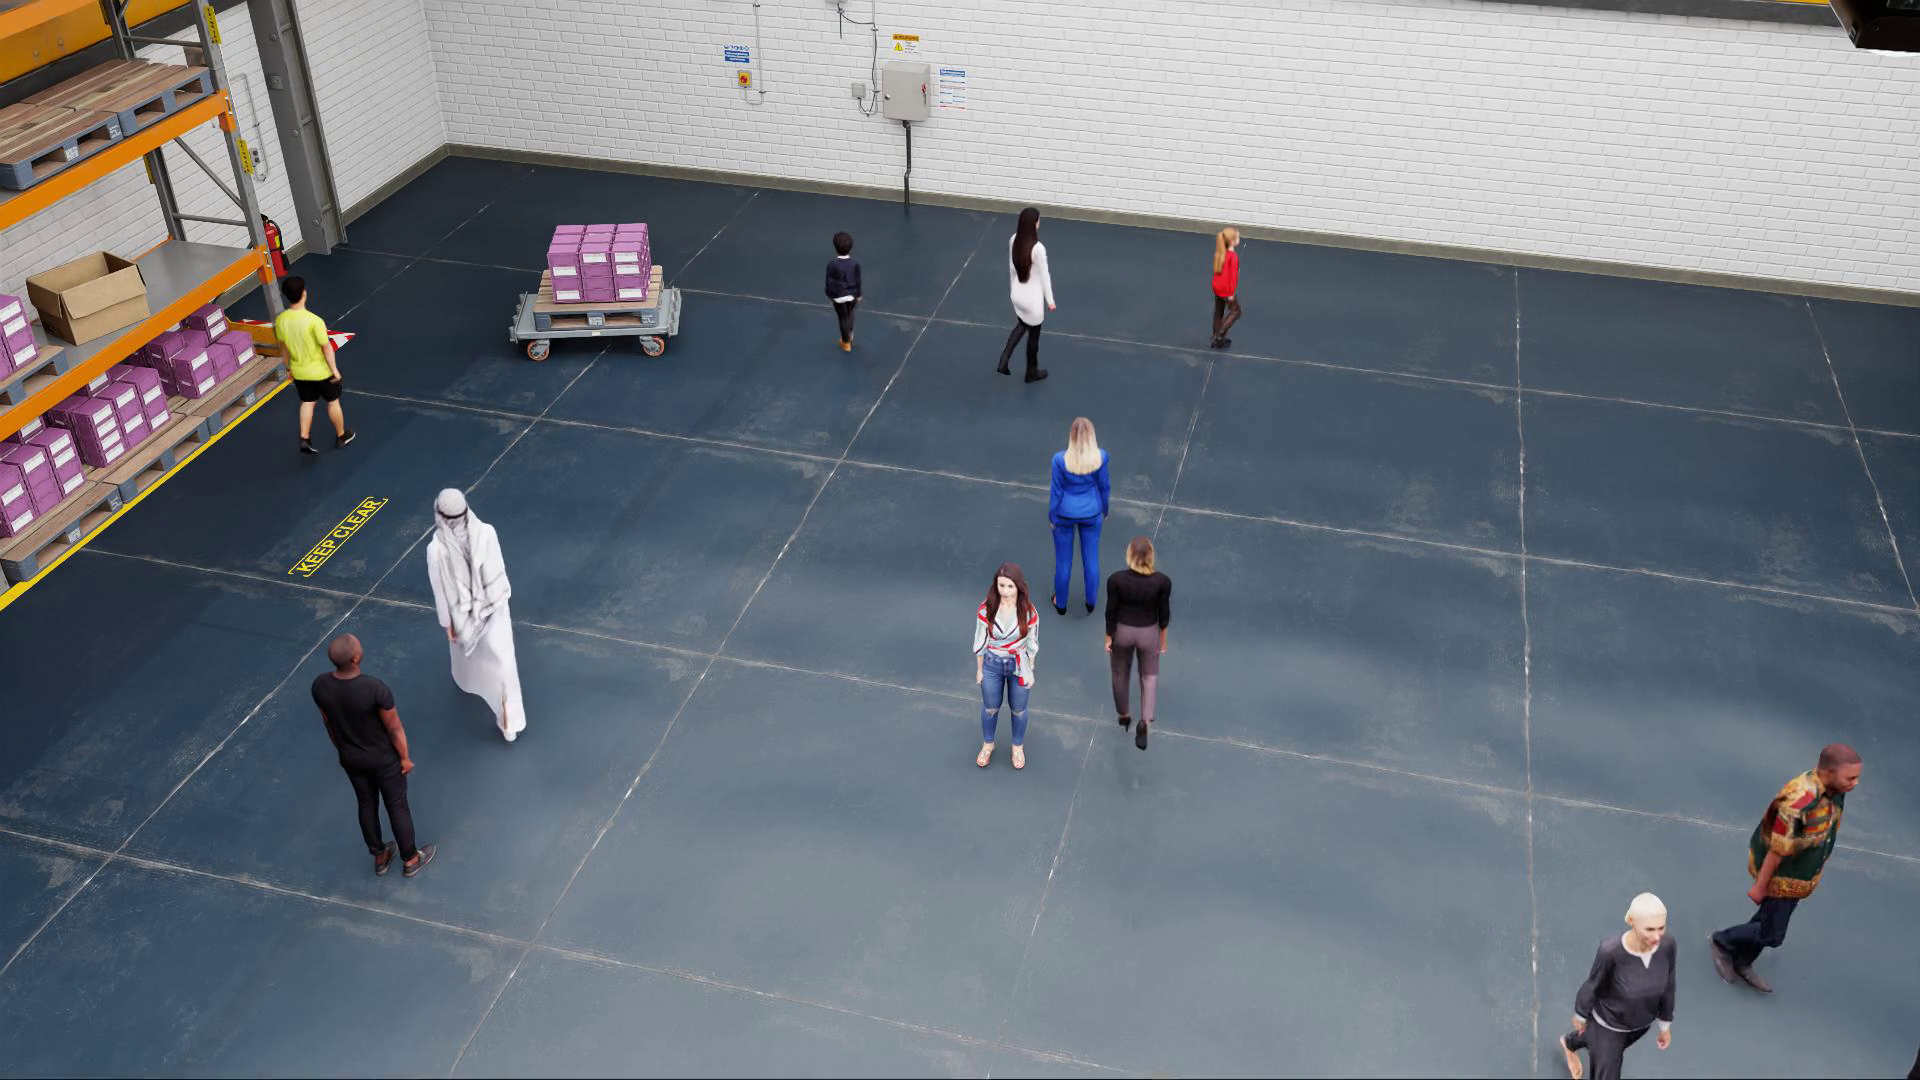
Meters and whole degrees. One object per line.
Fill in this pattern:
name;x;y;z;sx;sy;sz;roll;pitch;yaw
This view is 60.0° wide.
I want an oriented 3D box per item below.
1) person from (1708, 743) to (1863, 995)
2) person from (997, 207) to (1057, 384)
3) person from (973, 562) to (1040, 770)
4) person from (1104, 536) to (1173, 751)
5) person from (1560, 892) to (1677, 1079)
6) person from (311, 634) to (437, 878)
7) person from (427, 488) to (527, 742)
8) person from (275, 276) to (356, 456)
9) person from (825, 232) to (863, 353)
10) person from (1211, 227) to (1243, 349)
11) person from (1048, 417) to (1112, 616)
person;4.682;1.837;9.583;0.819;1.786;0.890;-17;37;-24
person;0.584;-2.271;15.752;0.936;1.799;0.859;-24;40;-31
person;0.312;0.843;11.234;0.620;1.614;0.563;3;34;5
person;1.201;0.739;11.352;0.714;1.657;0.888;1;34;1
person;3.444;2.436;8.759;0.950;1.700;1.173;-8;34;-11
person;-3.650;1.345;10.293;0.669;1.819;0.569;6;34;9
person;-3.275;0.550;11.430;1.184;1.885;1.266;-16;37;-23
person;-5.752;-1.500;14.685;0.676;1.696;0.897;5;34;8
person;-1.129;-2.452;16.554;0.681;1.211;0.751;-13;36;-19
person;2.596;-2.491;16.554;0.658;1.277;0.590;-14;36;-20
person;0.903;-0.178;12.691;0.695;1.700;0.670;-4;34;-6
